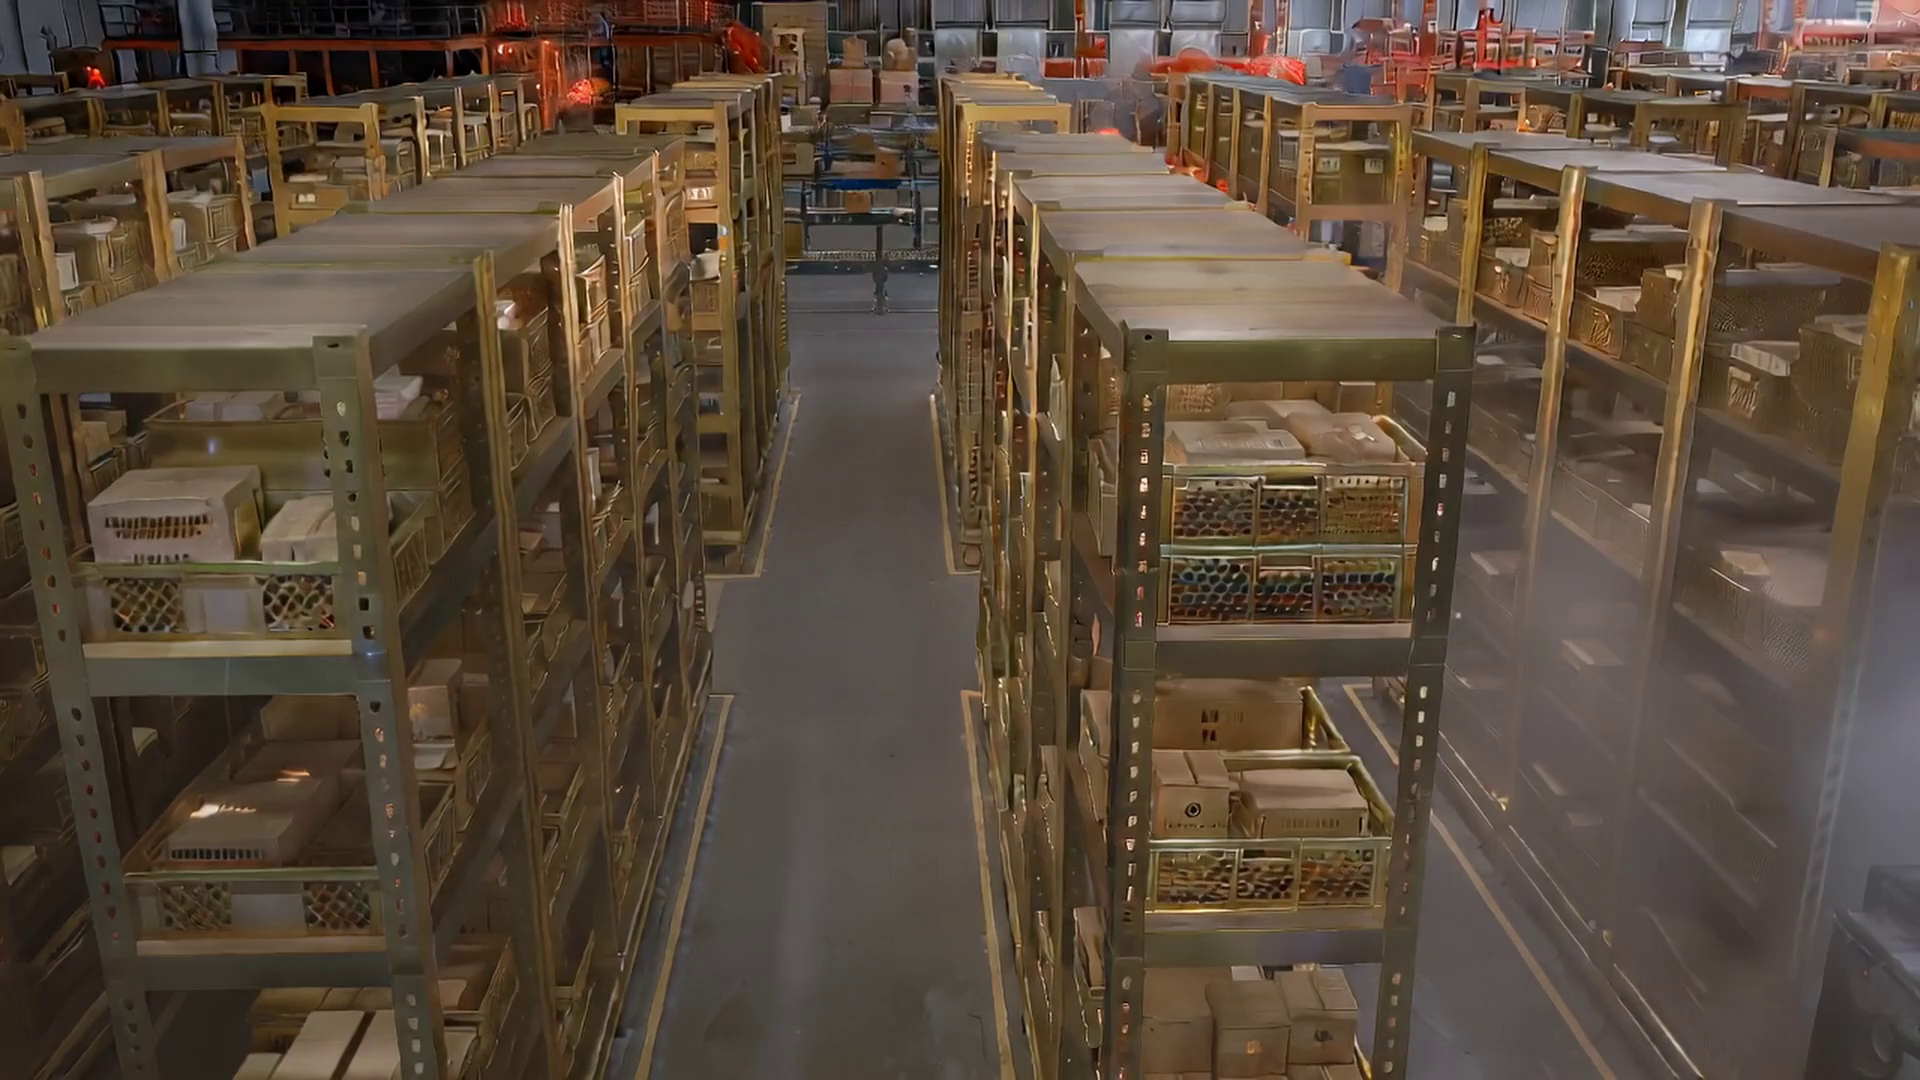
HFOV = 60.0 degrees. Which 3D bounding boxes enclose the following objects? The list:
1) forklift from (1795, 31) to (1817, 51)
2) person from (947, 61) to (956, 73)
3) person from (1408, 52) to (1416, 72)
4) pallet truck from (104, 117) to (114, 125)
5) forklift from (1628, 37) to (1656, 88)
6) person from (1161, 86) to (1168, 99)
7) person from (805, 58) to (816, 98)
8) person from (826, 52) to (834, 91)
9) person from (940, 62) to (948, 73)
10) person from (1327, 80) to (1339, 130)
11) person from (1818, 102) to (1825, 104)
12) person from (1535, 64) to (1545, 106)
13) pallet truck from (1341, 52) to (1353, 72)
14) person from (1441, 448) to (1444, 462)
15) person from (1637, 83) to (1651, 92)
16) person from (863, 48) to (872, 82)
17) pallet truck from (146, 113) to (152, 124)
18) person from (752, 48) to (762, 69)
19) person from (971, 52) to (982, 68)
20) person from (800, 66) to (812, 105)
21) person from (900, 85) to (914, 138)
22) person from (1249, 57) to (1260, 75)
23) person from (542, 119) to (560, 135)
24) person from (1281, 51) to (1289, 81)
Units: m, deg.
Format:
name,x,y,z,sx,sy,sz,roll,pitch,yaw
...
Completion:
name,x,y,z,sx,sy,sz,roll,pitch,yaw
forklift,45.899,-26.245,90.478,1.129,2.768,1.873,-1,18,-2
person,-0.322,-19.657,71.651,0.745,1.910,0.561,-8,19,-23
person,23.846,-24.666,87.309,0.901,1.802,0.654,12,21,32
pallet truck,-18.367,-7.885,35.078,1.885,1.965,0.823,1,18,2
forklift,30.705,-21.271,75.086,1.129,2.768,1.873,-1,18,-2
person,7.079,-14.658,56.696,0.517,1.586,0.869,14,23,37
person,-6.892,-21.343,76.964,0.504,1.847,0.344,-4,18,-13
person,-6.631,-23.834,84.582,0.396,1.913,0.591,-12,21,-33
person,-0.681,-19.887,72.500,0.571,1.837,1.007,10,21,29
person,12.151,-14.188,54.772,0.650,1.884,0.787,1,18,3
person,24.654,-11.792,47.694,0.532,1.665,0.793,-11,21,-30
person,24.110,-18.864,69.279,0.527,1.859,0.333,-9,20,-25
pallet truck,18.794,-23.123,82.231,0.823,1.965,1.885,-13,22,-35
person,3.245,-0.134,11.404,0.916,1.792,0.554,-1,18,-3
person,24.944,-16.012,60.818,0.508,1.629,0.315,2,18,5
person,-5.179,-26.669,93.446,0.650,1.848,0.534,-11,21,-31
pallet truck,-18.087,-8.309,36.390,1.885,1.965,0.823,-1,18,-4
person,-11.190,-26.146,91.738,0.584,1.911,0.392,-8,19,-23
person,0.808,-23.956,84.931,0.614,1.925,0.802,-8,20,-24
person,-6.137,-18.108,66.900,0.936,1.875,0.541,7,19,20
person,-1.628,-13.697,53.391,0.872,1.798,0.601,-4,18,-12
person,13.129,-20.444,73.873,1.005,2.000,0.704,8,20,24
person,-9.823,-9.291,39.416,0.640,2.000,0.983,2,18,7
person,16.639,-24.167,85.590,0.535,1.917,0.586,7,19,21
